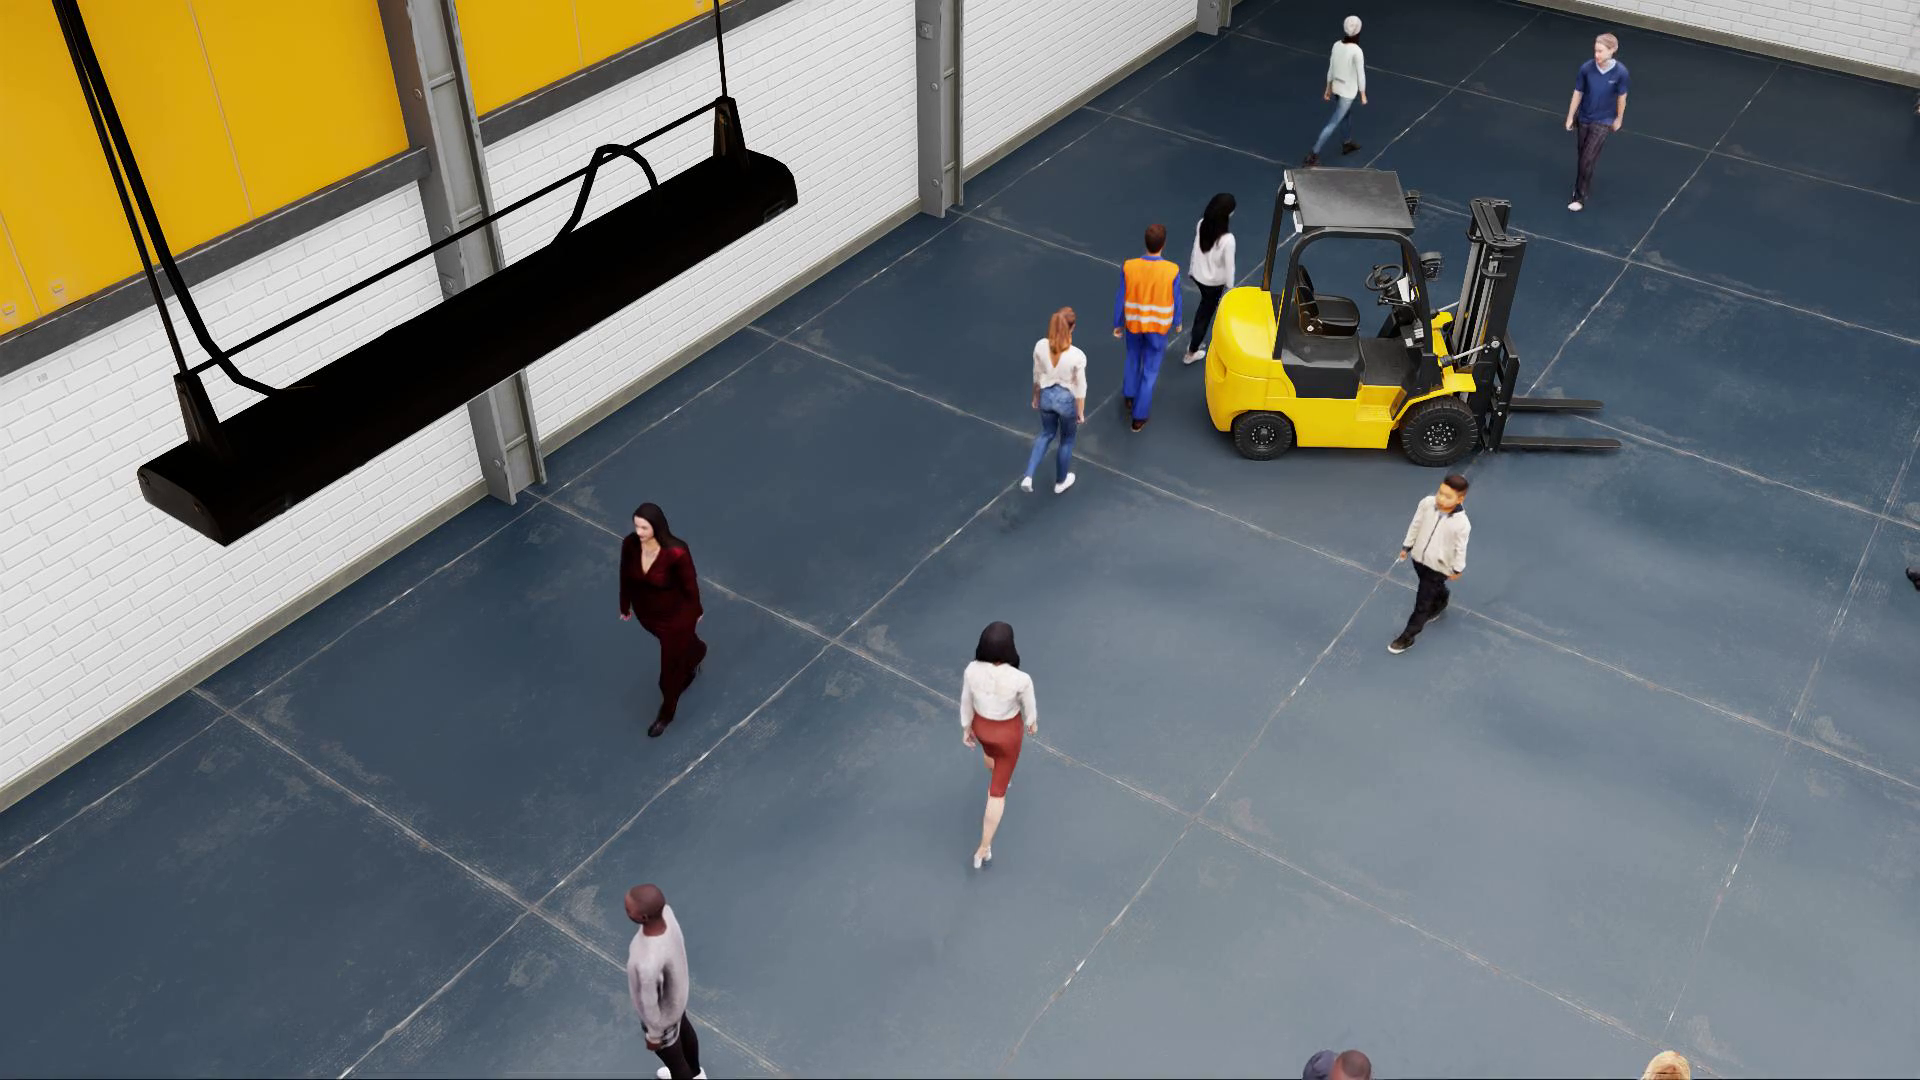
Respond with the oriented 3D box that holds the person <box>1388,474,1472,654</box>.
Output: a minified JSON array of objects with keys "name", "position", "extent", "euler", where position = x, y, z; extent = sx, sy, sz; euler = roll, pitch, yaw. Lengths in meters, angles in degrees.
[{"name":"person","position":[3.418,0.099,11.837],"extent":[1.038,1.435,0.789],"euler":[-24,45,-27]}]

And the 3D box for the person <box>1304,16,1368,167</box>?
[{"name":"person","position":[4.049,-4.754,17.774],"extent":[1.187,1.610,0.904],"euler":[-20,43,-23]}]

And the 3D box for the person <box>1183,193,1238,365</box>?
[{"name":"person","position":[2.125,-2.252,14.585],"extent":[0.721,1.679,0.722],"euler":[-25,45,-28]}]

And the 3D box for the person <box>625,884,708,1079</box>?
[{"name":"person","position":[-1.531,2.406,8.679],"extent":[0.752,1.771,0.657],"euler":[0,39,-1]}]

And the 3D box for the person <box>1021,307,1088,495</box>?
[{"name":"person","position":[0.731,-1.019,13.017],"extent":[0.615,1.709,0.828],"euler":[23,44,26]}]

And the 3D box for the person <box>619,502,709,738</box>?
[{"name":"person","position":[-1.940,0.415,11.219],"extent":[0.805,1.712,1.151],"euler":[16,41,19]}]

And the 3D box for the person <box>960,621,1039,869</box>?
[{"name":"person","position":[0.211,1.279,10.151],"extent":[0.793,1.695,1.176],"euler":[13,40,16]}]

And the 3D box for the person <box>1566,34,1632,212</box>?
[{"name":"person","position":[6.557,-4.317,17.056],"extent":[0.706,1.823,0.918],"euler":[21,43,25]}]

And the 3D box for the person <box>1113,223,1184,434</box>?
[{"name":"person","position":[1.538,-1.707,13.769],"extent":[0.801,1.847,0.842],"euler":[12,40,15]}]

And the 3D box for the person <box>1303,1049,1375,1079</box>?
[{"name":"person","position":[1.844,2.928,8.007],"extent":[1.120,1.795,0.859],"euler":[-30,47,-32]}]
